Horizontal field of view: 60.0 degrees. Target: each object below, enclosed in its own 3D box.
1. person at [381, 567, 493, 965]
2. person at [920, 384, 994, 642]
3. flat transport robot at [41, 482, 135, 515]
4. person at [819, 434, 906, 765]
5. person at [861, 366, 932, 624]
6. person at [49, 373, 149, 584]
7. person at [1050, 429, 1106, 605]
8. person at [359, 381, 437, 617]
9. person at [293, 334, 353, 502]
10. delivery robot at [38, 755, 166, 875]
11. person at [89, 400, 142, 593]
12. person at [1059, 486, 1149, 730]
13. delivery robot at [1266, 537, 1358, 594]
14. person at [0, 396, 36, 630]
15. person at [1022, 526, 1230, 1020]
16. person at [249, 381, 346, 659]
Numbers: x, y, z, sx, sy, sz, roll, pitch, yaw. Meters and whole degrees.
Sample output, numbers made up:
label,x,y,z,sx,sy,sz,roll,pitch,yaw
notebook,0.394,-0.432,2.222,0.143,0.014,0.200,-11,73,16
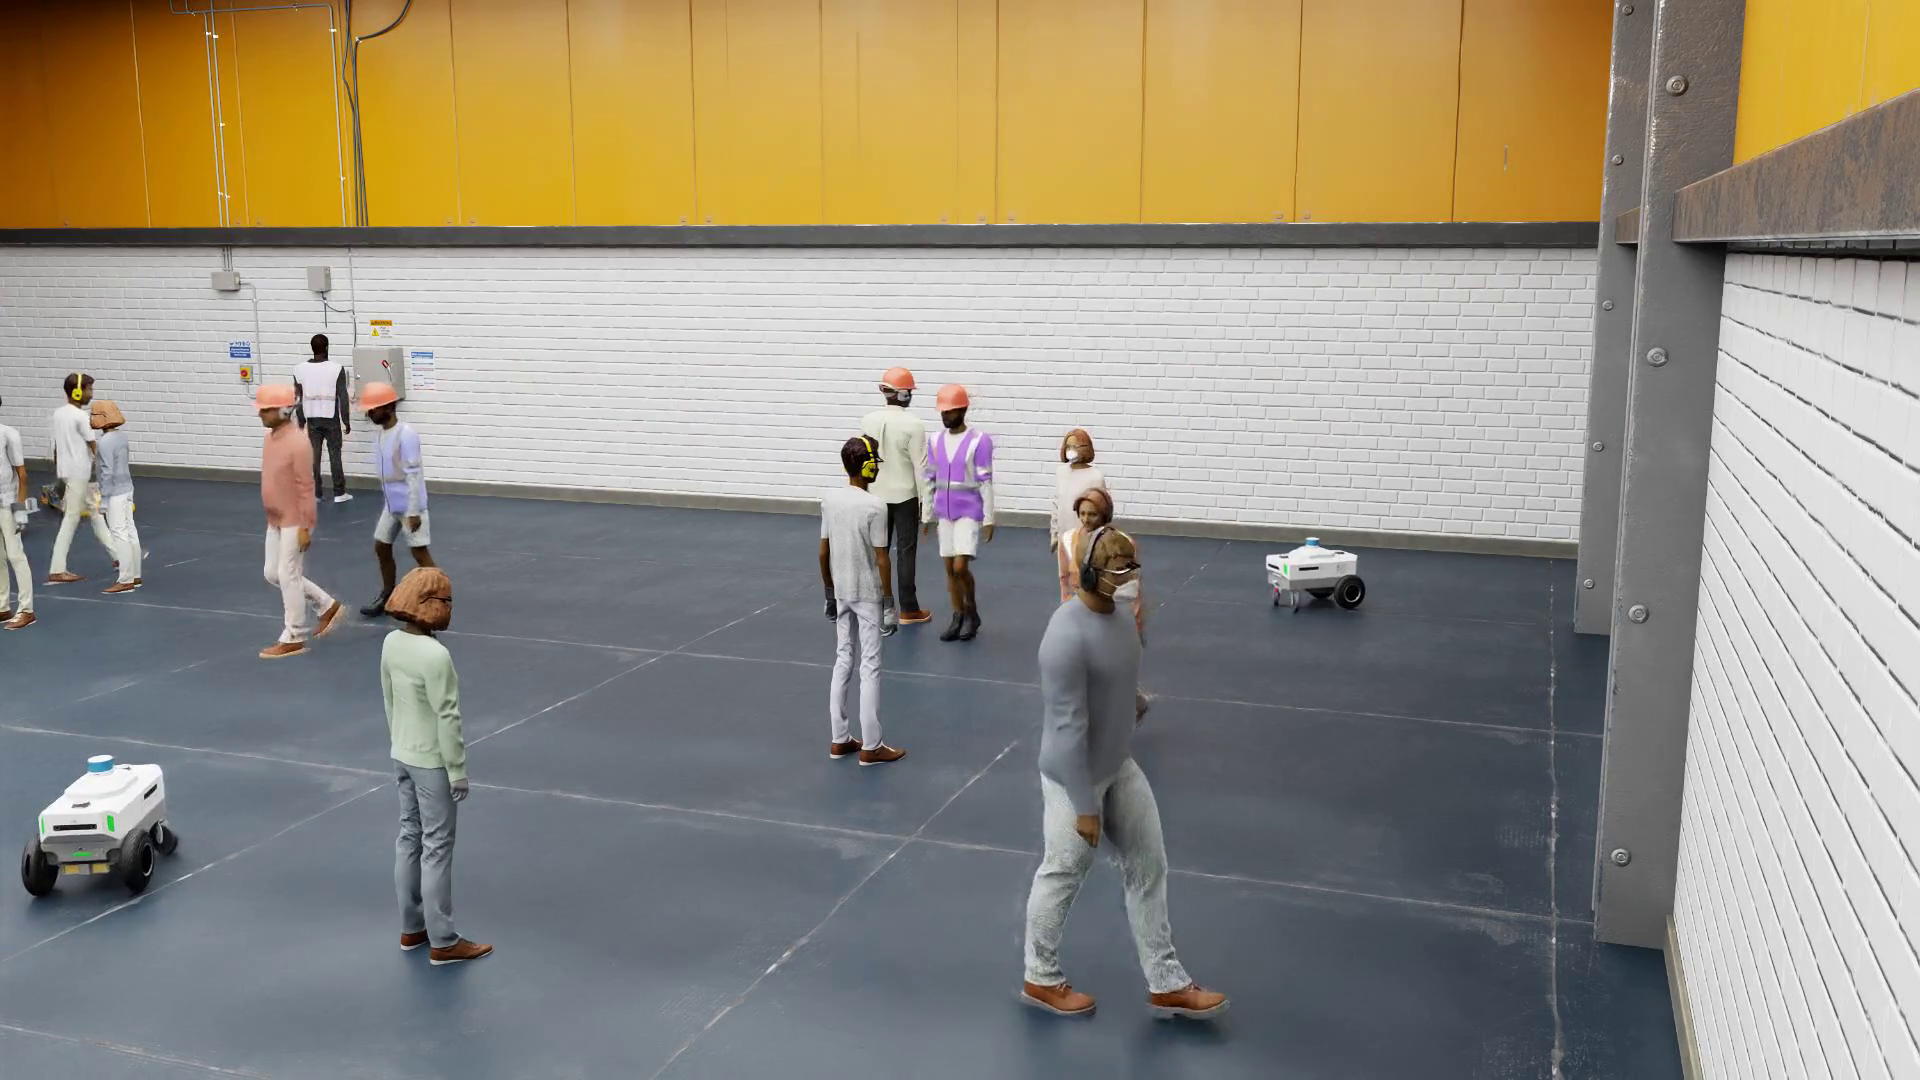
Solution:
label,x,y,z,sx,sy,sz,roll,pitch,yaw
person,-2.172,0.915,6.813,0.498,1.633,0.280,10,14,44
person,-0.029,-0.188,12.220,0.573,1.918,0.439,7,12,33
flat transport robot,-9.680,-0.467,18.434,0.652,0.197,1.431,-8,13,-38
person,-0.560,0.337,9.405,0.534,1.869,0.315,8,13,39
person,-0.488,-0.345,12.905,0.627,1.990,0.398,7,12,34
person,-7.629,-0.552,14.596,0.482,1.810,0.956,9,13,41
person,0.828,0.019,11.858,0.281,1.634,0.500,-9,13,-40
person,-4.345,-0.281,12.811,0.638,1.905,0.500,9,14,42
person,-7.253,-1.379,18.933,0.595,1.917,0.373,0,10,-1
delivery robot,-3.977,1.245,7.729,0.477,0.478,0.707,-1,10,-8
person,-7.135,-0.368,14.034,0.279,1.634,0.497,-1,10,-7
person,0.855,0.462,9.465,0.521,1.608,0.659,6,12,32
delivery robot,2.849,0.224,13.480,0.707,0.478,0.477,-3,11,-19
person,-7.336,-0.242,12.688,0.521,1.864,0.336,4,11,21
person,0.613,0.900,6.141,0.903,1.900,0.647,6,12,31
person,-4.752,-0.155,11.890,0.618,1.977,0.598,10,14,43
